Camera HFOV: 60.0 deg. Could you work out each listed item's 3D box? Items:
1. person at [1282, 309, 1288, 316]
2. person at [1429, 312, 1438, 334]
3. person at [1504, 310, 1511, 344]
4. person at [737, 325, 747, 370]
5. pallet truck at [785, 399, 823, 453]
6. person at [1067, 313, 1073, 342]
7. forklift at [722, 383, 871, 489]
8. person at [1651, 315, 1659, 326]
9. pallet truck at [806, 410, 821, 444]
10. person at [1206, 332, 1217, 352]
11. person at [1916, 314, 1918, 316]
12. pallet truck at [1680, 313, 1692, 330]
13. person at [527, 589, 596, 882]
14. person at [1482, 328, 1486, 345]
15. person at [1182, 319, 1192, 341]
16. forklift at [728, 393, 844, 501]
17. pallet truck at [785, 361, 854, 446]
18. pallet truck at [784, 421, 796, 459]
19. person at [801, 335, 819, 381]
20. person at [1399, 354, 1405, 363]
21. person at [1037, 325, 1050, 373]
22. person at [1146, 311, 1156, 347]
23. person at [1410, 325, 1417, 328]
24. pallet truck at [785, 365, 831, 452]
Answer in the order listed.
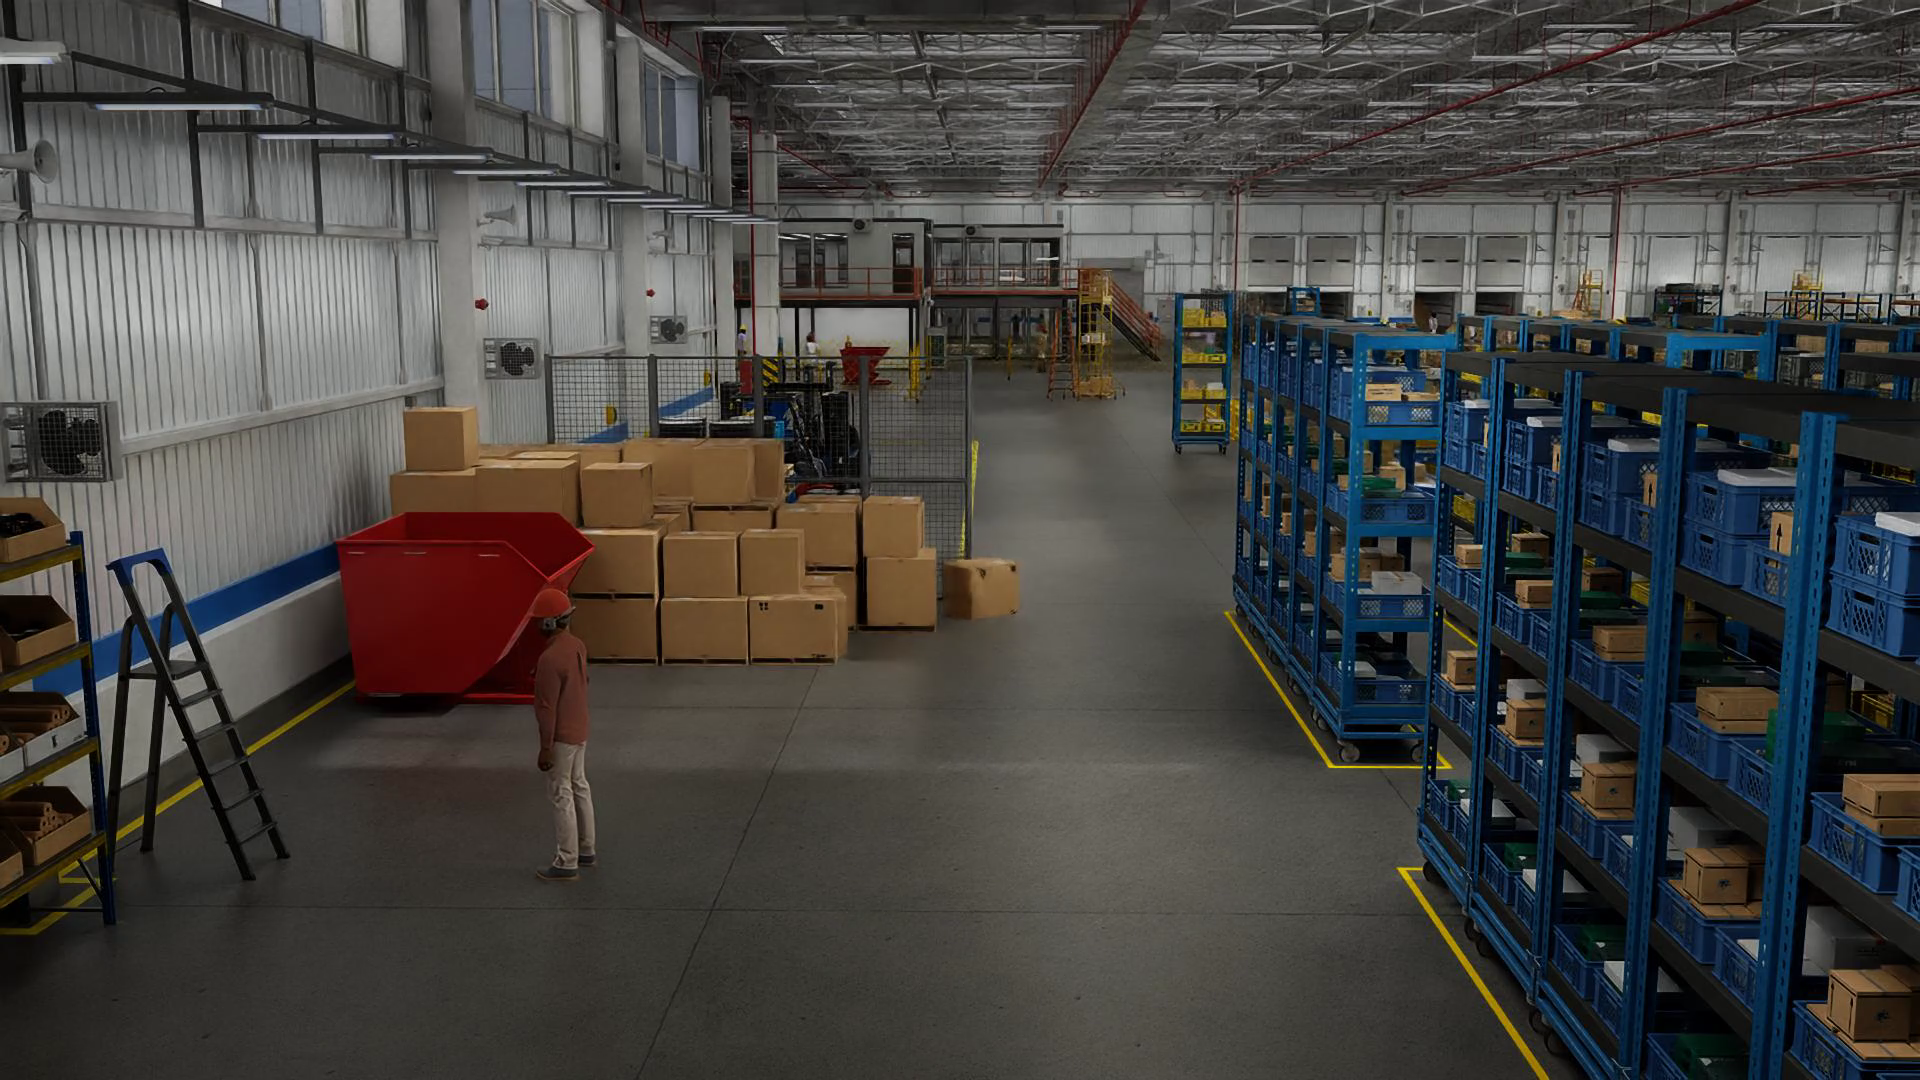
[{"bbox_3d":[18.432,-12.167,94.570,0.416,1.915,0.609,5,10,27],"label":"person"},{"bbox_3d":[25.740,-11.455,90.425,0.429,1.844,0.624,8,12,41],"label":"person"},{"bbox_3d":[29.741,-11.515,90.325,0.390,1.992,0.626,-2,9,-14],"label":"person"},{"bbox_3d":[-8.716,-7.647,66.692,0.382,1.920,0.585,-5,11,-30],"label":"person"},{"bbox_3d":[-3.814,-2.432,36.419,1.630,1.274,0.653,0,9,1],"label":"pallet truck"},{"bbox_3d":[6.337,-12.267,95.911,0.389,1.686,0.547,-3,10,-17],"label":"person"},{"bbox_3d":[-2.893,-1.687,28.729,2.680,1.987,1.157,0,9,-1],"label":"forklift"},{"bbox_3d":[35.464,-10.587,85.127,0.909,1.823,0.545,-4,10,-24],"label":"person"},{"bbox_3d":[-3.559,-2.018,33.905,1.522,1.261,0.704,0,9,-1],"label":"pallet truck"},{"bbox_3d":[10.807,-8.511,71.808,1.059,2.003,0.612,-8,12,-41],"label":"person"},{"bbox_3d":[53.478,-11.816,93.013,0.470,1.719,0.503,-4,10,-21],"label":"person"},{"bbox_3d":[36.315,-10.531,84.244,0.823,1.965,1.885,-6,11,-33],"label":"pallet truck"},{"bbox_3d":[-2.707,1.310,11.253,0.400,1.987,0.608,1,9,7],"label":"person"},{"bbox_3d":[20.888,-7.505,65.845,0.819,1.917,0.634,4,10,25],"label":"person"},{"bbox_3d":[13.145,-12.506,96.614,0.688,1.931,0.921,5,10,27],"label":"person"},{"bbox_3d":[-2.979,-1.316,26.476,2.680,1.987,1.157,0,9,1],"label":"forklift"},{"bbox_3d":[-3.410,-3.193,38.978,1.885,1.965,0.823,0,9,-1],"label":"pallet truck"},{"bbox_3d":[-4.013,-1.793,32.705,1.601,1.201,0.680,0,9,1],"label":"pallet truck"},{"bbox_3d":[-5.341,-6.332,58.837,0.609,1.829,0.966,-5,10,-28],"label":"person"},{"bbox_3d":[11.949,-4.101,44.967,0.520,1.873,0.328,-5,10,-26],"label":"person"},{"bbox_3d":[3.404,-7.625,66.570,0.738,1.909,0.548,-2,9,-13],"label":"person"},{"bbox_3d":[10.260,-11.279,89.101,0.552,1.923,0.470,-5,10,-26],"label":"person"},{"bbox_3d":[17.311,-7.229,63.741,0.537,2.000,0.682,0,9,0],"label":"person"},{"bbox_3d":[-3.774,-2.976,37.635,1.885,1.965,0.823,1,9,5],"label":"pallet truck"}]
